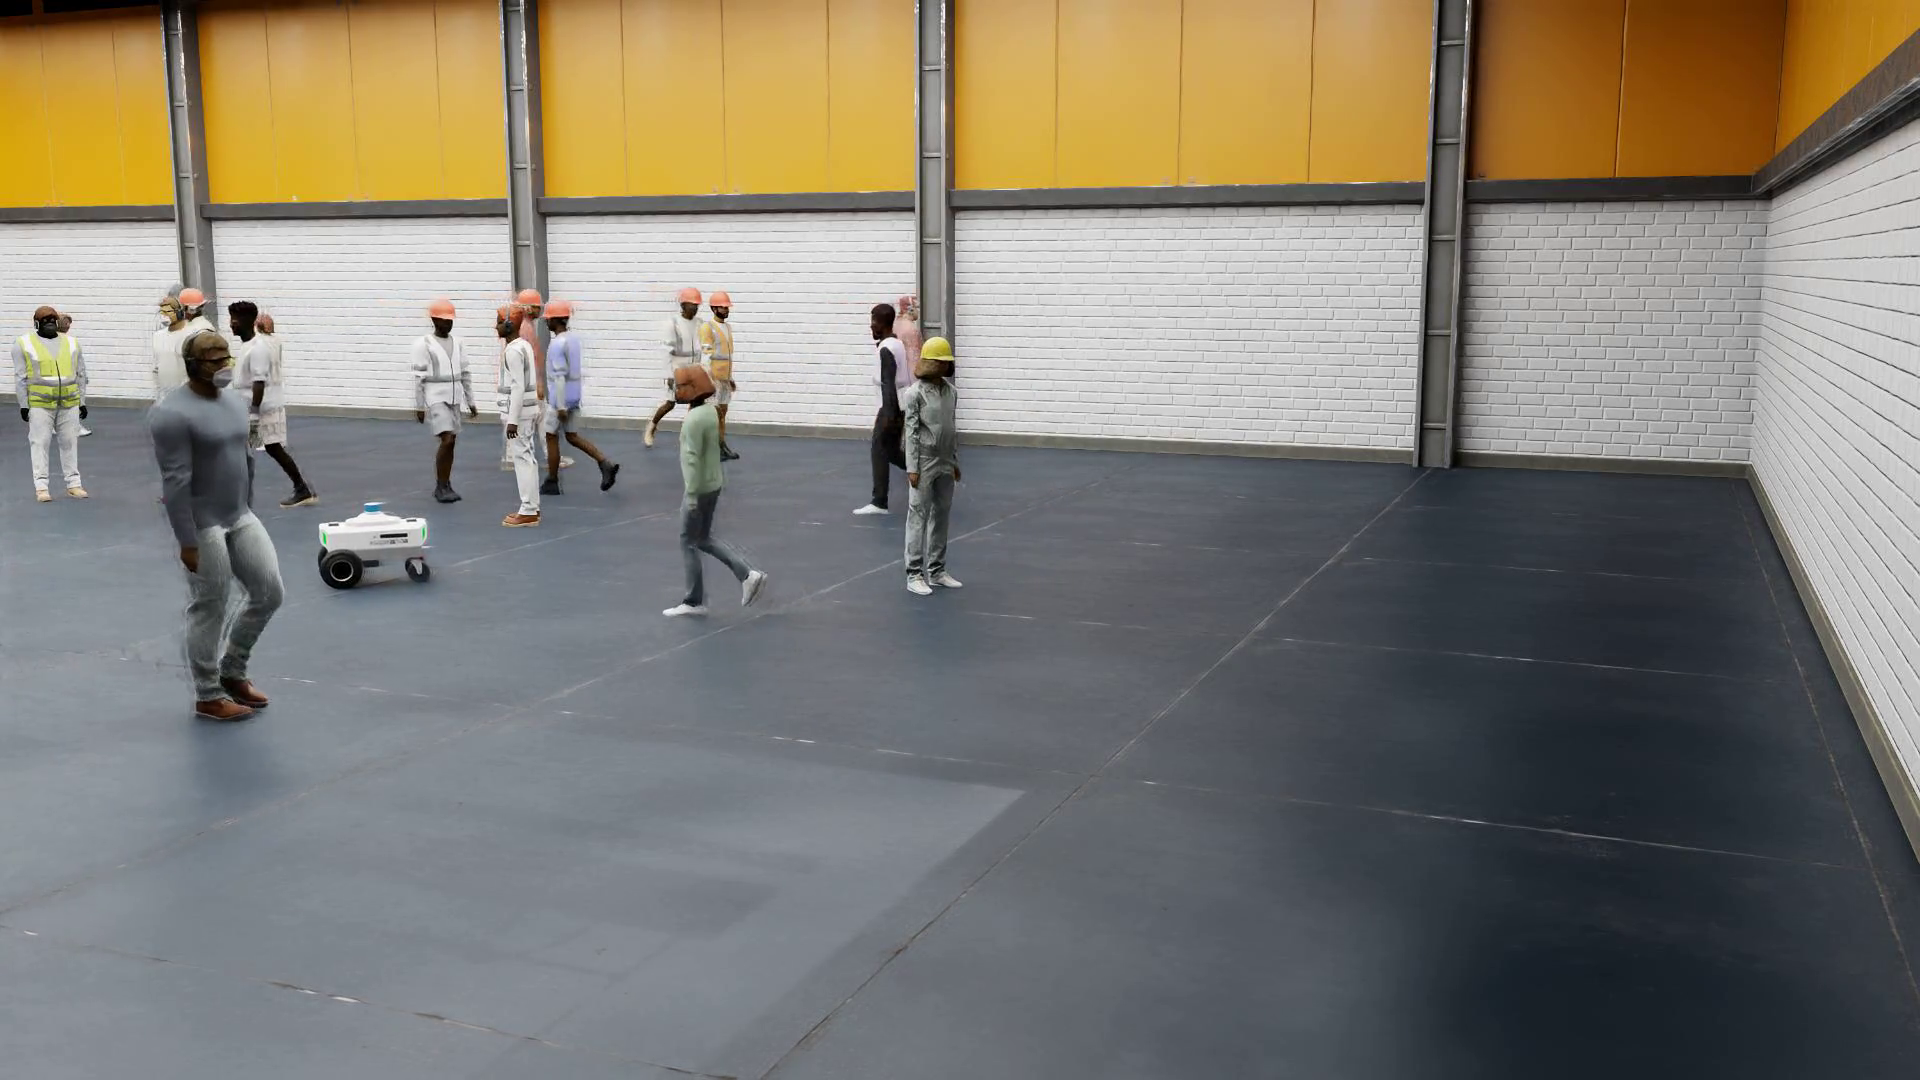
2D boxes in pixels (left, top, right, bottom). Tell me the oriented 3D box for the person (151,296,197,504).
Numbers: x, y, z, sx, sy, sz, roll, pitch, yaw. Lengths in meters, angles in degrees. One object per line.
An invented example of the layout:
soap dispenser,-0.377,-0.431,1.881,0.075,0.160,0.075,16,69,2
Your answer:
person,-7.252,-1.291,15.476,0.628,1.940,0.373,3,10,20

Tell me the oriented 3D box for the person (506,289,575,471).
person,-4.556,-1.722,18.006,0.874,1.956,0.640,-2,10,-14

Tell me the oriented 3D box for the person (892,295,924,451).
person,-0.603,-1.806,18.712,0.515,1.894,0.663,-4,10,-21

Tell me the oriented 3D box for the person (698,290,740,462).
person,-2.730,-1.865,18.953,0.364,1.939,0.542,4,10,24

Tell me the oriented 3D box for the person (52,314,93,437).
person,-11.648,-2.135,21.633,0.870,1.587,0.528,3,10,20

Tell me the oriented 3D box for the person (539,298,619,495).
person,-3.757,-1.370,16.033,0.806,1.919,0.552,2,10,13

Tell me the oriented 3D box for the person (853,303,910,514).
person,-0.546,-1.159,14.829,0.743,1.895,0.592,1,9,3

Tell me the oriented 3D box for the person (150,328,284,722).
person,-3.586,-0.059,8.062,0.454,1.918,0.650,2,10,14

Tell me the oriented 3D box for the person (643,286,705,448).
person,-3.373,-2.028,19.854,1.005,2.001,0.632,9,13,44

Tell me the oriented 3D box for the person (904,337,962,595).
person,-0.167,-0.507,11.319,0.314,1.741,0.494,8,12,41

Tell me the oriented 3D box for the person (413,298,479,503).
person,-4.788,-1.297,15.599,0.576,1.919,0.545,6,11,32

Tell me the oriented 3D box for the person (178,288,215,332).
person,-7.994,-1.643,17.475,0.436,1.979,0.649,-2,10,-13

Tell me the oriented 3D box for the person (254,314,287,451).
person,-8.312,-1.889,19.998,0.307,1.643,0.514,1,9,9

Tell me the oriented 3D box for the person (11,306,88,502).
person,-8.597,-1.292,15.774,0.429,1.844,0.627,8,13,41

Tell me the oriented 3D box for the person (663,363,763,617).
person,-1.581,-0.307,10.455,0.541,1.610,0.508,1,9,9

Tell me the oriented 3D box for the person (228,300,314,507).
person,-6.411,-1.216,15.116,0.986,1.919,0.619,-8,12,-41

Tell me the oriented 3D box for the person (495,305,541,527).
person,-3.769,-1.052,14.188,0.339,1.882,0.581,-1,9,-6

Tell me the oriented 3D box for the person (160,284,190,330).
person,-9.871,-2.298,21.267,1.012,2.000,0.686,-4,10,-23

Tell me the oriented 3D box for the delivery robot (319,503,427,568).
delivery robot,-4.108,-0.018,11.660,0.707,0.478,0.477,-4,10,-22
